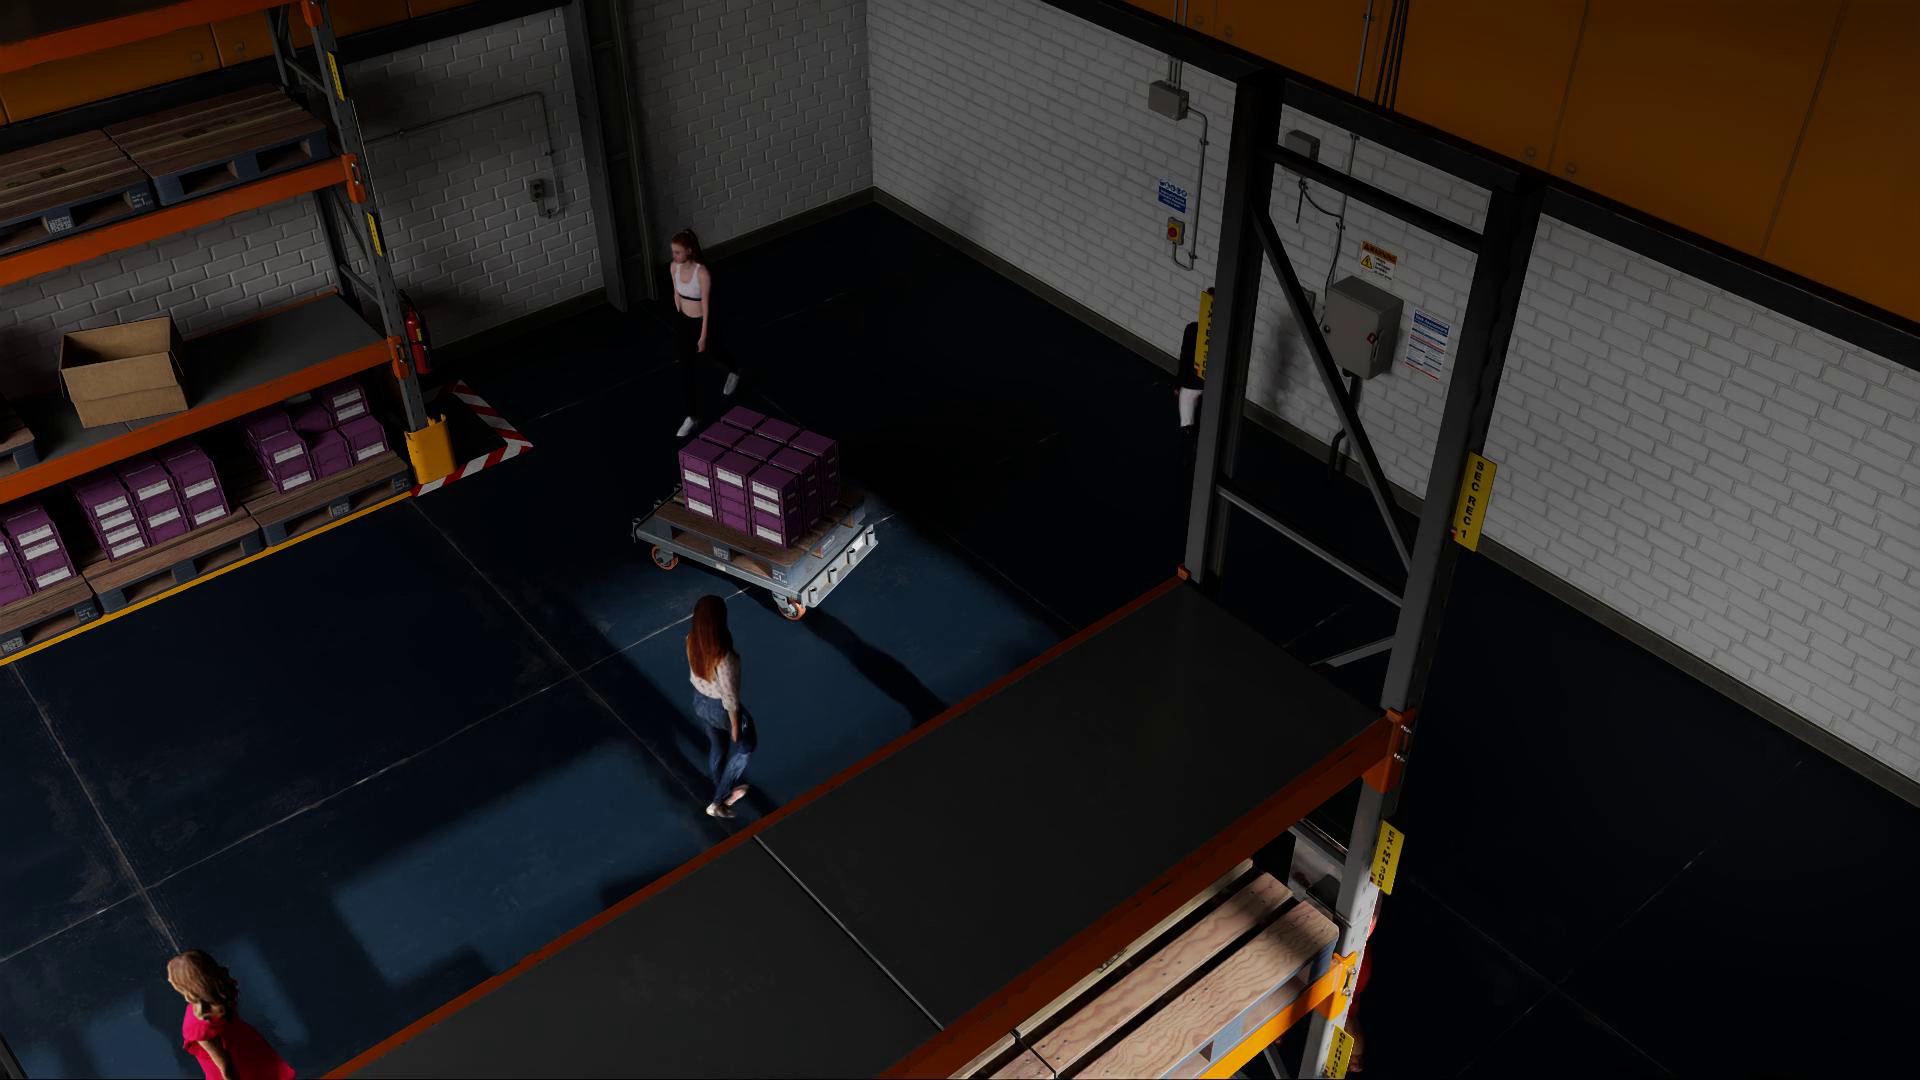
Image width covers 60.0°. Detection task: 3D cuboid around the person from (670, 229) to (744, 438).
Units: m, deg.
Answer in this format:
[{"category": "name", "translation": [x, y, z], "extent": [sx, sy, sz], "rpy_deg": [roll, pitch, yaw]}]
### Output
[{"category": "person", "translation": [-2.077, -1.774, 13.687], "extent": [0.916, 1.700, 1.272], "rpy_deg": [17, 42, 21]}]

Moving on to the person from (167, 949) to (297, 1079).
[{"category": "person", "translation": [-3.469, 2.594, 8.231], "extent": [1.123, 1.682, 0.966], "rpy_deg": [-3, 39, -4]}]

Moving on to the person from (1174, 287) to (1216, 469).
[{"category": "person", "translation": [1.886, -1.145, 12.893], "extent": [1.032, 1.708, 0.888], "rpy_deg": [-10, 40, -13]}]

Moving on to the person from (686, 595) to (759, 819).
[{"category": "person", "translation": [-1.529, 1.064, 10.119], "extent": [0.633, 1.716, 0.722], "rpy_deg": [30, 48, 32]}]

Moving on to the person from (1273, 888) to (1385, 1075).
[{"category": "person", "translation": [2.087, 2.245, 8.658], "extent": [1.003, 1.695, 0.969], "rpy_deg": [6, 39, 7]}]
